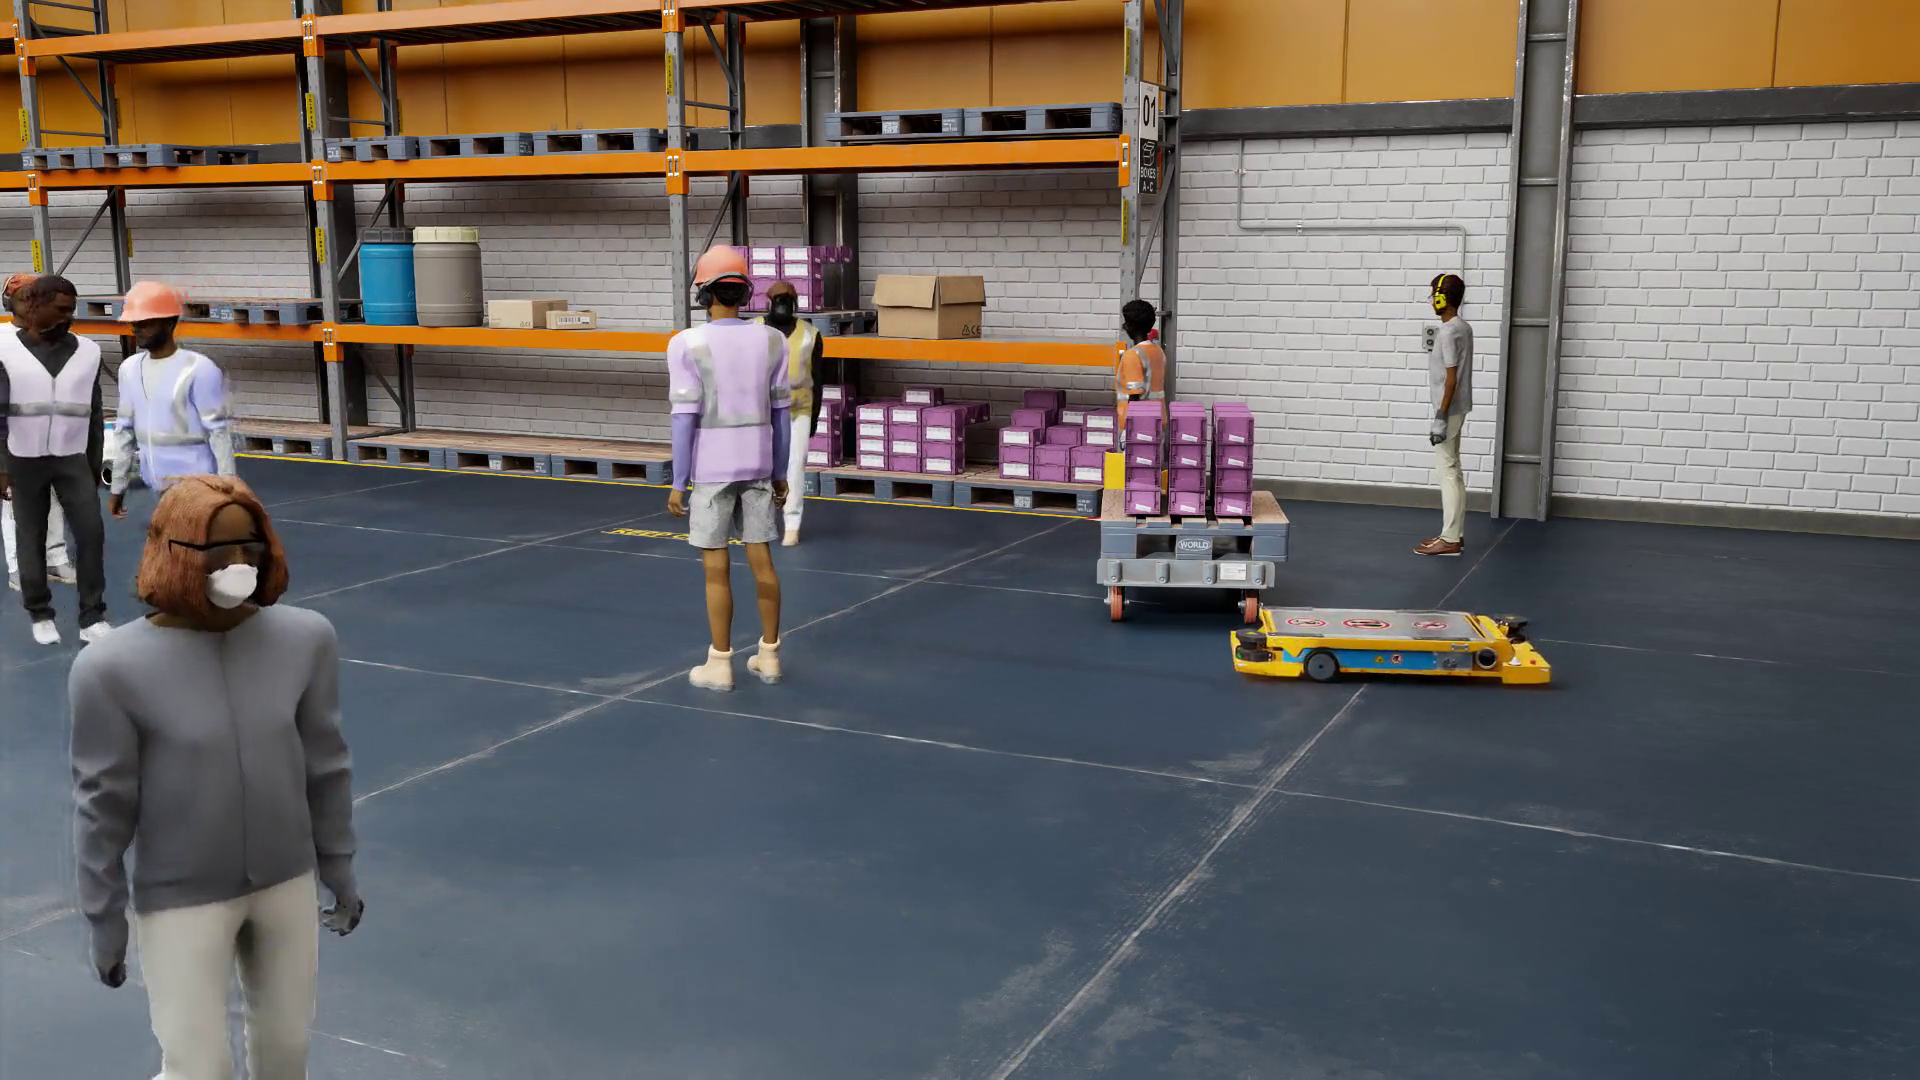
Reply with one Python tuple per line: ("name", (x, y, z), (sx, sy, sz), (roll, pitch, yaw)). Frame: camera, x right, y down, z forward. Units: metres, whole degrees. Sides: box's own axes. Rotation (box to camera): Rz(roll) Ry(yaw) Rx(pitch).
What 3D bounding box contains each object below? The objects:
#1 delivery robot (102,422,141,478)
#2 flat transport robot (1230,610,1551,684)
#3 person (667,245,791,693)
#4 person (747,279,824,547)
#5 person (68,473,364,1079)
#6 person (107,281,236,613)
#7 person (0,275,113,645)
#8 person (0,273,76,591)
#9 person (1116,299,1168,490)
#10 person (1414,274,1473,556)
("delivery robot", (-7.227, -0.764, 14.170), (0.707, 0.478, 0.477), (4, 11, 24))
("flat transport robot", (2.042, 0.497, 8.028), (1.431, 0.197, 0.652), (1, 10, 7))
("person", (-1.072, -0.325, 7.669), (0.615, 2.040, 0.391), (-7, 12, -35))
("person", (-1.249, -0.891, 11.536), (0.625, 1.824, 0.679), (-1, 10, -5))
("person", (-1.423, 0.668, 3.181), (0.434, 1.623, 0.503), (8, 13, 39))
("person", (-3.794, -0.304, 8.061), (0.553, 1.883, 1.008), (4, 11, 22))
("person", (-4.580, -0.379, 8.402), (0.761, 1.882, 0.628), (9, 14, 43))
("person", (-5.548, -0.646, 9.959), (0.337, 1.882, 0.585), (5, 11, 27))
("person", (1.200, -0.742, 11.036), (0.320, 1.697, 0.537), (5, 11, 27))
("person", (3.224, -0.822, 11.038), (0.323, 1.860, 0.518), (5, 11, 27))
